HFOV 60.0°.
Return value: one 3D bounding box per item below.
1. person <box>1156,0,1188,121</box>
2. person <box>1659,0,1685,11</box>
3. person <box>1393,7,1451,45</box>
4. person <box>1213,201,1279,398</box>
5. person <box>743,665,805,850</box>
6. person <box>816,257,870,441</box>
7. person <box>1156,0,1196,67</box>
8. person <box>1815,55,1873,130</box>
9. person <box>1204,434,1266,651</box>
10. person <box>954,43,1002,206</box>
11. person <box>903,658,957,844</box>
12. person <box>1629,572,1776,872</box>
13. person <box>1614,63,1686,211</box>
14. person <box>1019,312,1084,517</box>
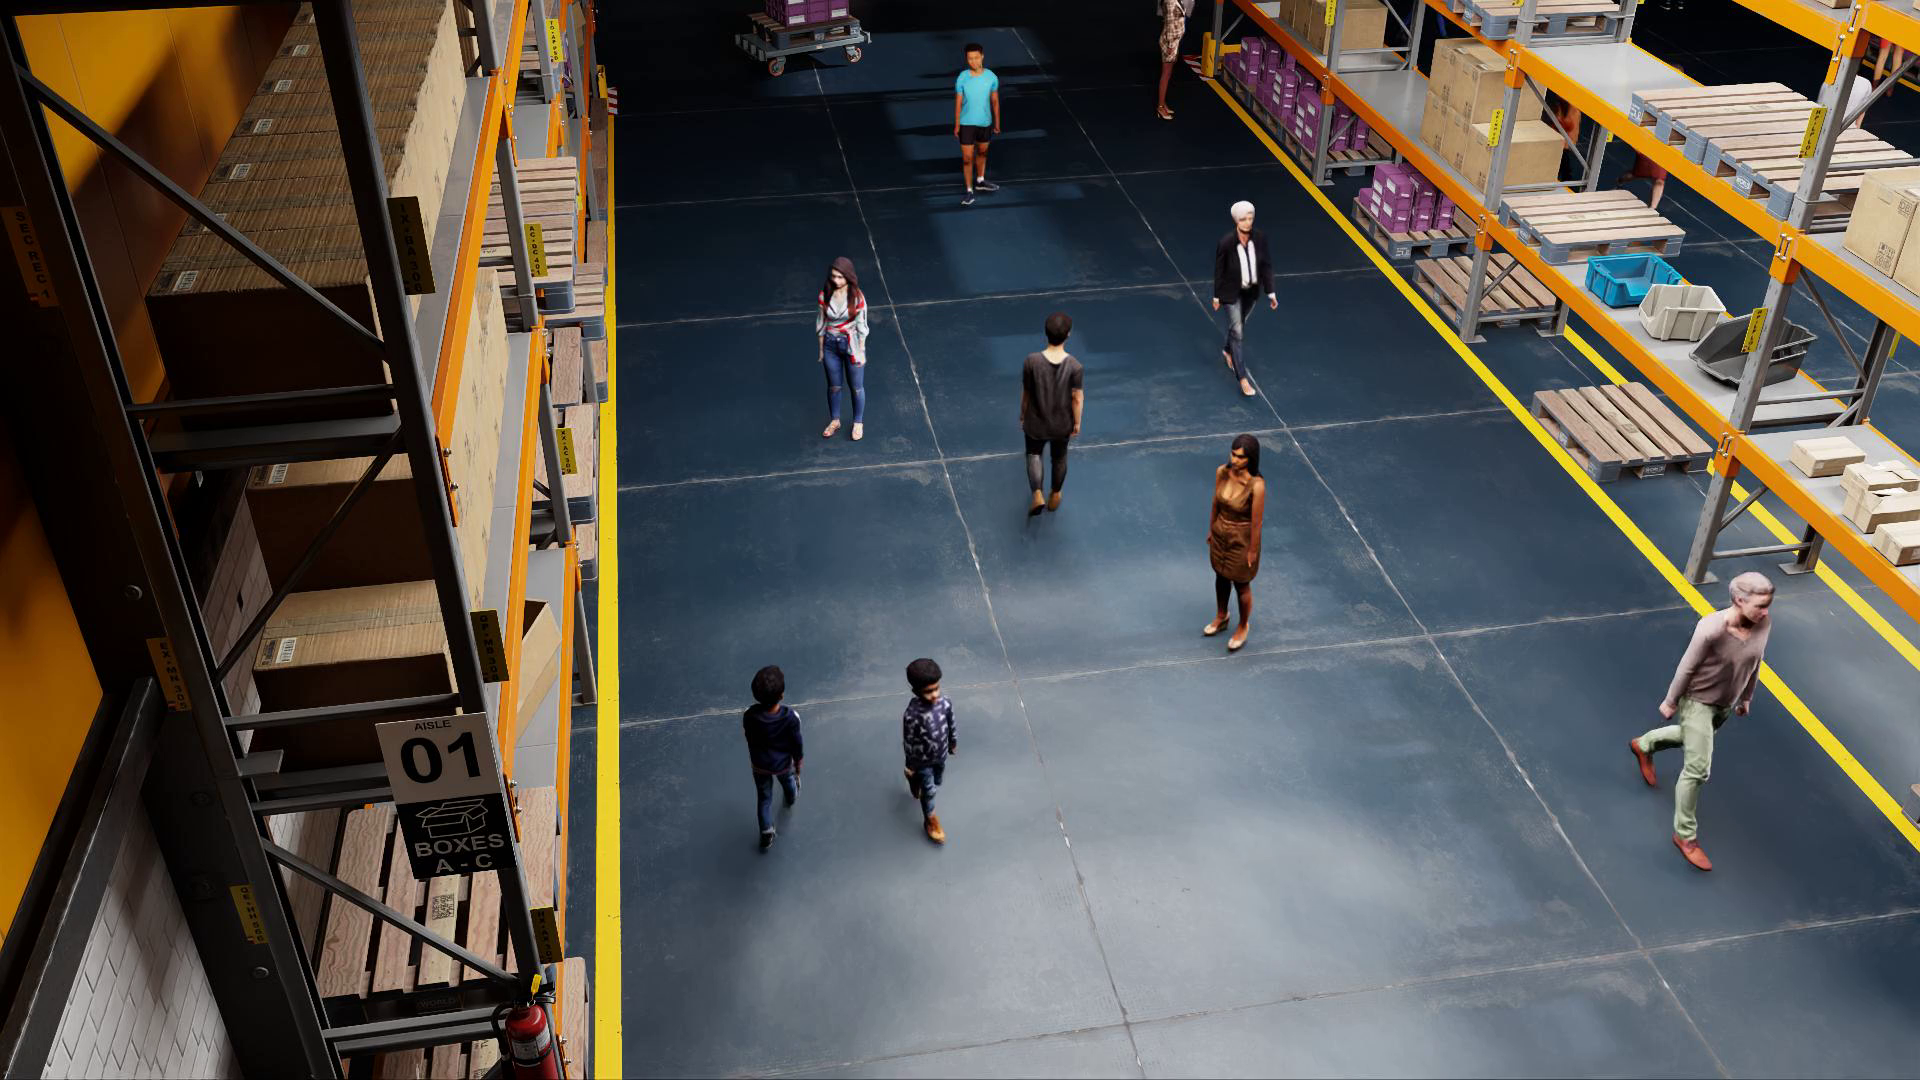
[{"bbox_3d":[2.568,-6.063,20.351,0.727,1.794,0.611,8,34,11],"label":"person"},{"bbox_3d":[10.608,-8.547,24.399,0.536,1.449,0.491,-3,34,-4],"label":"person"},{"bbox_3d":[6.320,-7.499,22.652,0.914,1.638,1.123,5,34,8],"label":"person"},{"bbox_3d":[2.488,-2.201,14.666,0.829,1.736,1.125,-10,35,-15],"label":"person"},{"bbox_3d":[-1.125,1.306,9.806,0.652,1.194,0.862,2,34,3],"label":"person"},{"bbox_3d":[-0.967,-1.599,13.798,0.654,1.613,0.631,7,34,10],"label":"person"},{"bbox_3d":[2.936,-7.265,22.223,1.019,1.723,1.143,14,36,20],"label":"person"},{"bbox_3d":[9.245,-4.290,17.602,0.748,1.883,0.723,9,35,13],"label":"person"},{"bbox_3d":[1.877,0.007,11.319,0.707,1.684,0.608,-25,41,-33],"label":"person"},{"bbox_3d":[0.188,-4.551,18.116,0.699,1.749,0.755,-11,35,-15],"label":"person"},{"bbox_3d":[-0.215,1.207,9.915,0.658,1.239,0.810,-19,38,-26],"label":"person"},{"bbox_3d":[4.348,0.905,9.821,0.807,1.845,1.271,-10,35,-15],"label":"person"},{"bbox_3d":[7.308,-4.196,17.603,0.598,1.726,1.037,-6,34,-9],"label":"person"},{"bbox_3d":[0.679,-0.908,12.677,0.757,1.703,0.891,3,34,4],"label":"person"}]
